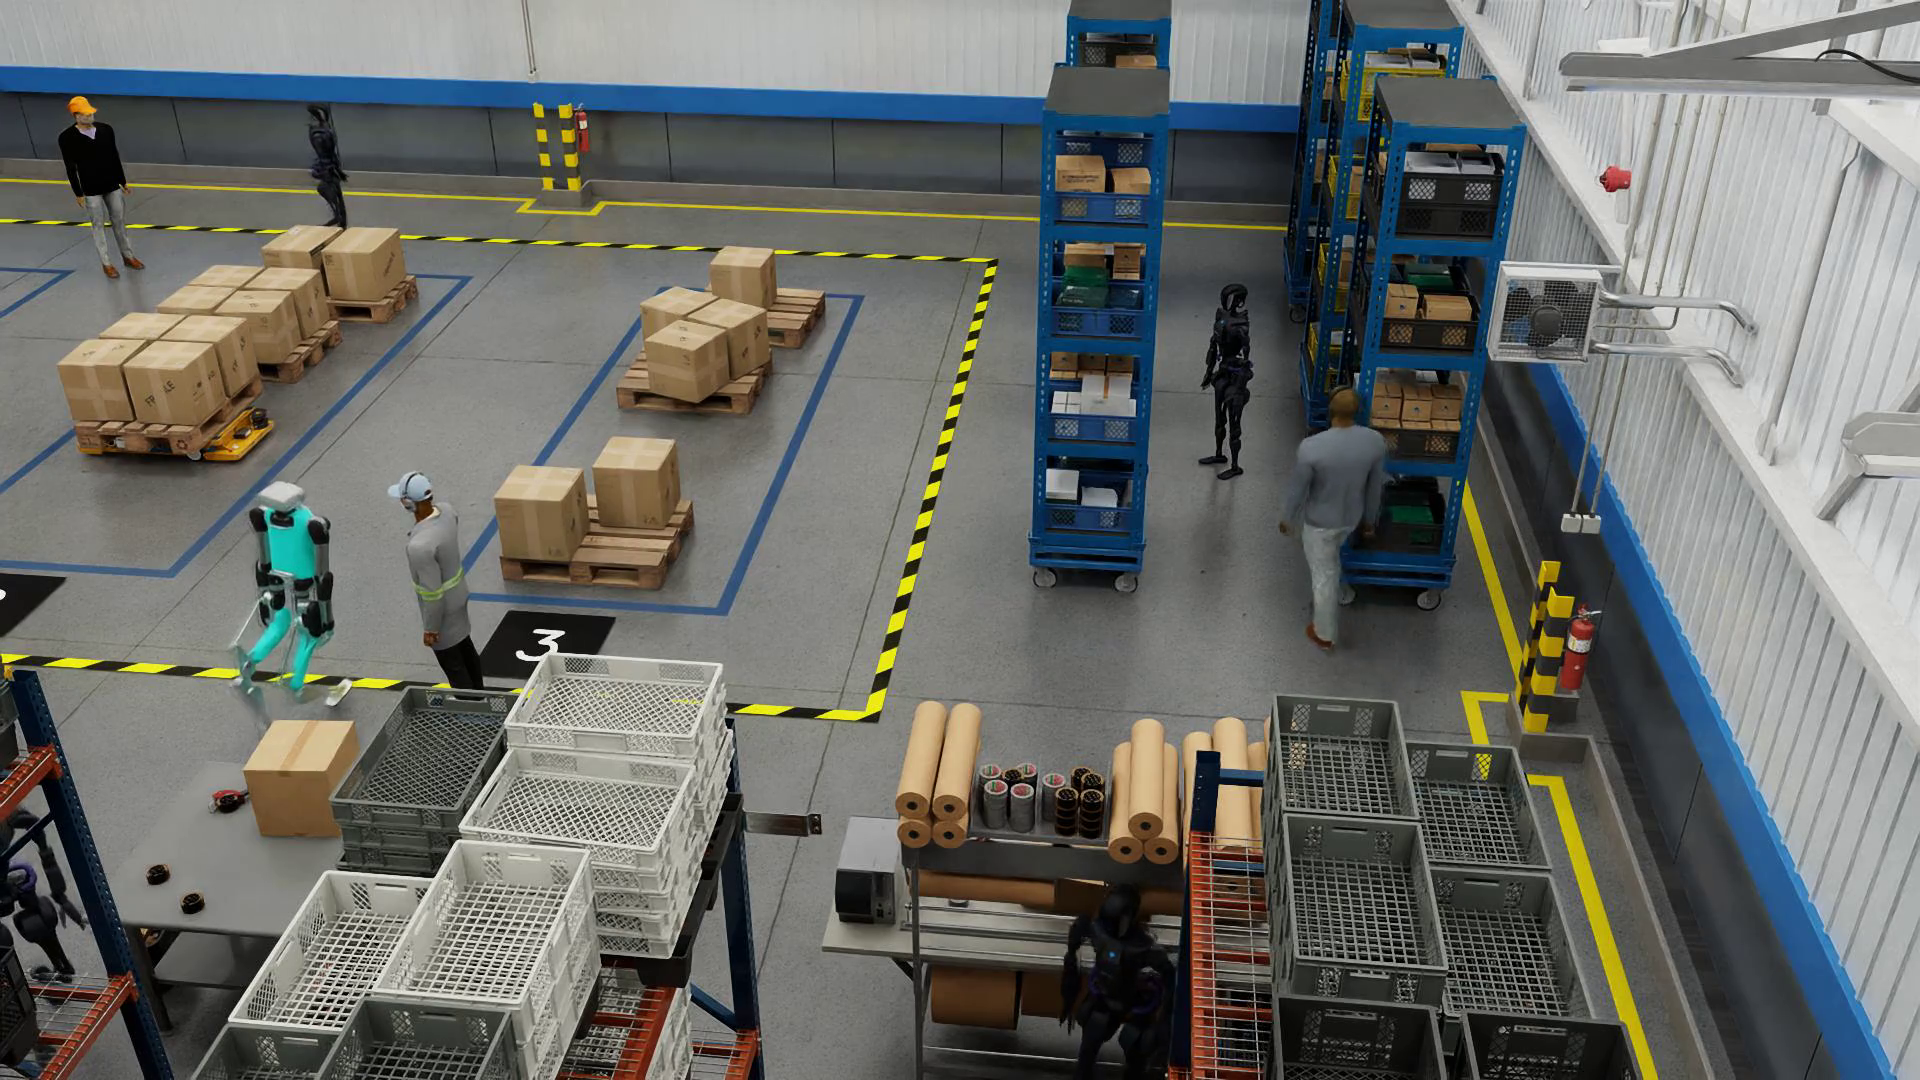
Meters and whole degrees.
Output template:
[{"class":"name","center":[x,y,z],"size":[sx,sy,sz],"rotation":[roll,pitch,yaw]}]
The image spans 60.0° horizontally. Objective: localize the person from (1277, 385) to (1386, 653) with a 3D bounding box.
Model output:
[{"class":"person","center":[2.481,-0.180,11.342],"size":[0.643,1.914,0.696],"rotation":[-11,32,-19]}]

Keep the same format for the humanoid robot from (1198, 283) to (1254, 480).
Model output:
[{"class":"humanoid robot","center":[2.180,-1.294,13.481],"size":[0.315,1.657,0.599],"rotation":[-11,32,-18]}]

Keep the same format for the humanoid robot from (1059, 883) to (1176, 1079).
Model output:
[{"class":"humanoid robot","center":[0.702,2.198,7.523],"size":[0.612,1.633,0.697],"rotation":[16,34,26]}]

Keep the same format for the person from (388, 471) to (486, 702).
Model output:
[{"class":"person","center":[-3.272,0.396,10.419],"size":[0.385,1.849,0.596],"rotation":[0,30,0]}]

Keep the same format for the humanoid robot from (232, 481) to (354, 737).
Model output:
[{"class":"humanoid robot","center":[-4.218,0.561,10.303],"size":[0.543,1.740,1.074],"rotation":[9,31,15]}]

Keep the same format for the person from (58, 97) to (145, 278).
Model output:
[{"class":"person","center":[-9.005,-3.703,17.429],"size":[0.365,1.883,0.590],"rotation":[20,36,30]}]

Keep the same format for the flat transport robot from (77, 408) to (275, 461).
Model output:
[{"class":"flat transport robot","center":[-6.728,-0.944,14.268],"size":[1.431,0.197,0.652],"rotation":[3,30,6]}]

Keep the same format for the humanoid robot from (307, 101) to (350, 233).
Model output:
[{"class":"humanoid robot","center":[-6.910,-3.954,18.068],"size":[0.467,1.649,0.604],"rotation":[-3,30,-4]}]

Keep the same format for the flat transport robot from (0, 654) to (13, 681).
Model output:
[{"class":"flat transport robot","center":[-7.142,0.969,11.010],"size":[1.431,0.231,0.659],"rotation":[3,30,6]}]

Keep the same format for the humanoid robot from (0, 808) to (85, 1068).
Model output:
[{"class":"humanoid robot","center":[-4.680,1.819,8.145],"size":[0.585,1.644,0.483],"rotation":[-25,38,-36]}]
